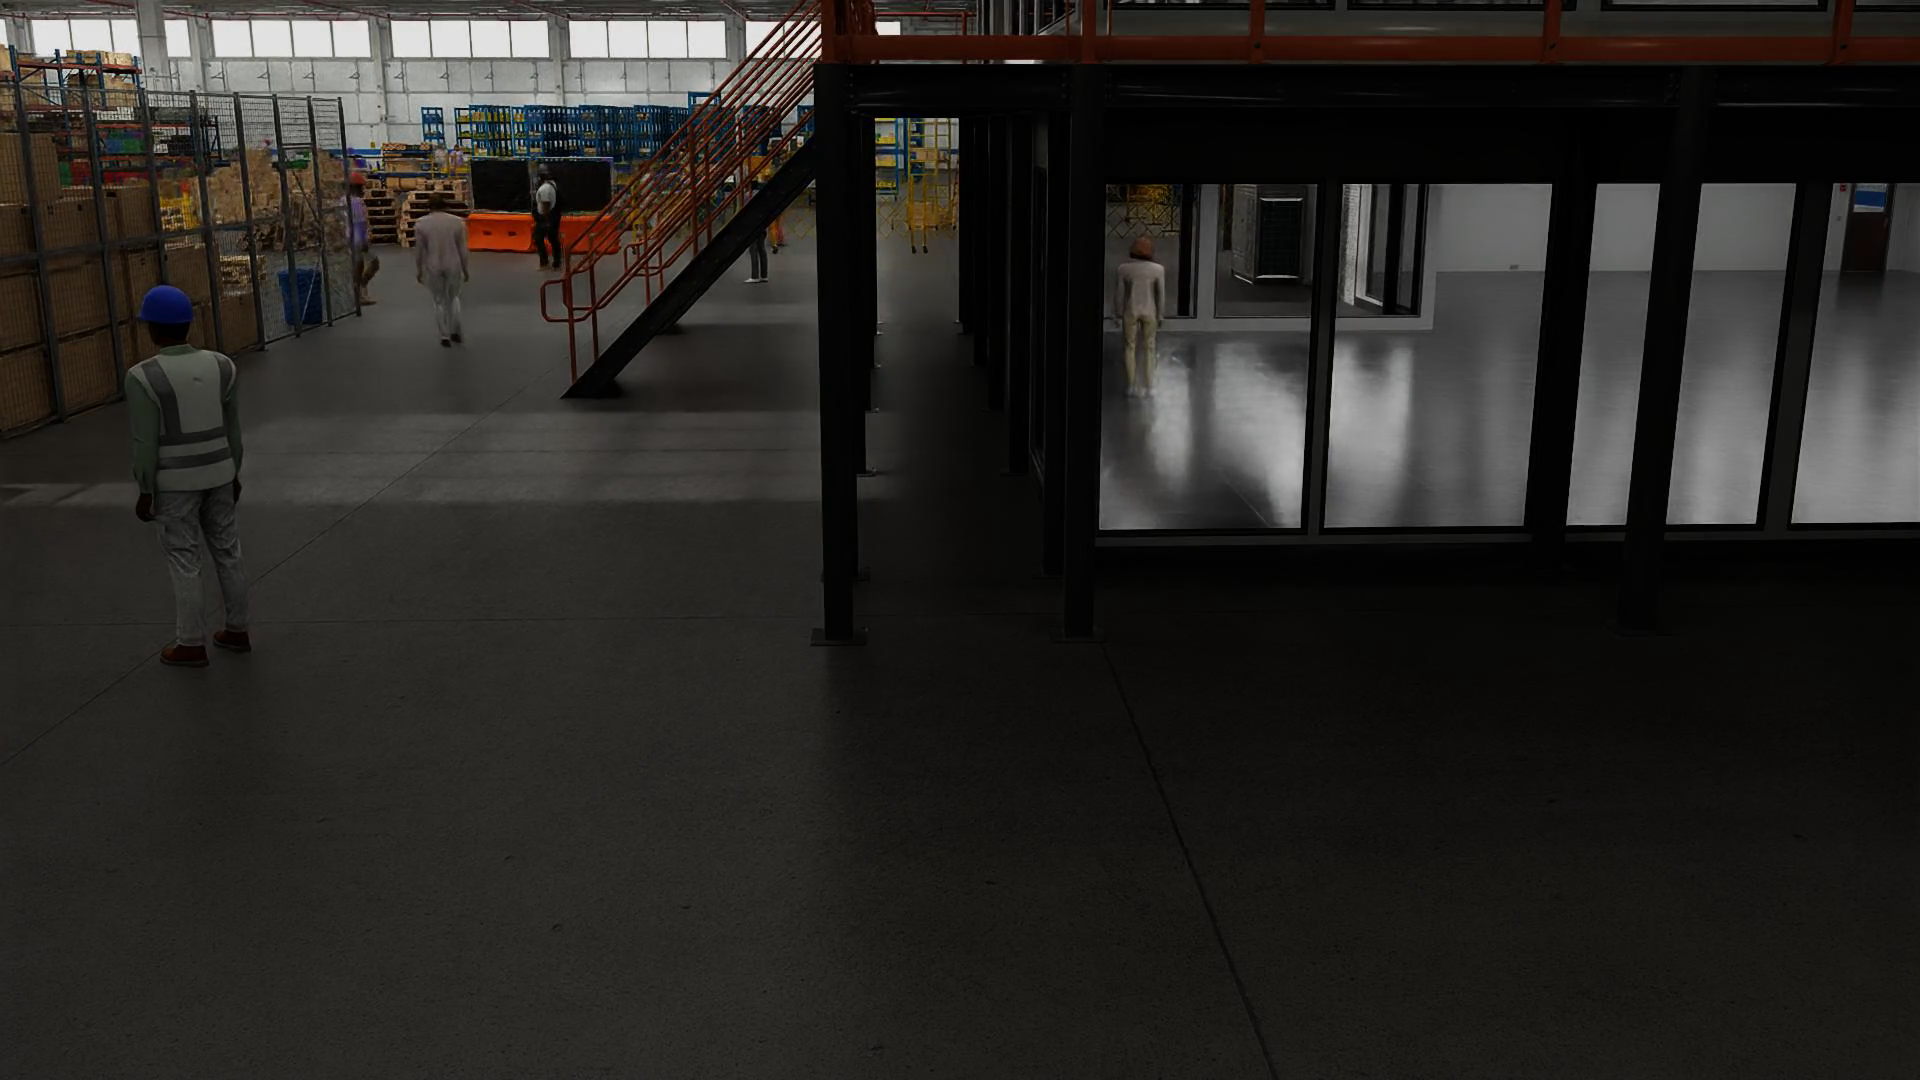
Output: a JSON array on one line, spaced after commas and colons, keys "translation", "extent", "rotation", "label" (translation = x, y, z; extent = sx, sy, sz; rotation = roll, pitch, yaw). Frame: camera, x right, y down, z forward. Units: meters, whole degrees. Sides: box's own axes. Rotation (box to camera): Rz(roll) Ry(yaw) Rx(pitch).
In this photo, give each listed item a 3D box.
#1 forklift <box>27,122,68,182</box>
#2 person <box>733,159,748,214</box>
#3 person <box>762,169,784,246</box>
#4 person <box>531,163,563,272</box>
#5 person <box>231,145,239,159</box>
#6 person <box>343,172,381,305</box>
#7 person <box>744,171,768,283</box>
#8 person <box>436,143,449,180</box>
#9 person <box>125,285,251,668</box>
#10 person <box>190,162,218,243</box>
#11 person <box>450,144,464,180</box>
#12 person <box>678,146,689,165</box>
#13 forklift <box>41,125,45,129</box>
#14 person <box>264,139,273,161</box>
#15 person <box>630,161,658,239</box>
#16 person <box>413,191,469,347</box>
[{"translation": [-35.376, -14.773, 64.377], "extent": [1.129, 2.768, 1.873], "rotation": [-1, 14, -2], "label": "forklift"}, {"translation": [-6.424, -10.351, 48.752], "extent": [0.517, 1.873, 0.328], "rotation": [5, 15, 18], "label": "person"}, {"translation": [-4.253, -7.551, 37.850], "extent": [0.554, 1.715, 0.549], "rotation": [3, 14, 12], "label": "person"}, {"translation": [-7.810, -6.066, 31.279], "extent": [0.607, 2.000, 0.691], "rotation": [2, 14, 10], "label": "person"}, {"translation": [-32.453, -16.740, 74.424], "extent": [0.676, 1.811, 0.597], "rotation": [0, 14, 0], "label": "person"}, {"translation": [-9.136, -4.585, 25.387], "extent": [0.433, 2.027, 0.649], "rotation": [-11, 18, -37], "label": "person"}, {"translation": [-3.608, -5.472, 29.138], "extent": [0.381, 1.924, 0.593], "rotation": [9, 17, 32], "label": "person"}, {"translation": [-24.224, -17.644, 77.952], "extent": [0.639, 1.862, 1.015], "rotation": [-11, 18, -37], "label": "person"}, {"translation": [-3.930, -0.319, 8.494], "extent": [0.377, 1.950, 0.612], "rotation": [8, 16, 28], "label": "person"}, {"translation": [-16.921, -7.517, 37.315], "extent": [0.560, 1.919, 0.491], "rotation": [-2, 14, -7], "label": "person"}, {"translation": [-22.560, -16.826, 74.681], "extent": [0.563, 1.845, 0.389], "rotation": [-6, 15, -23], "label": "person"}, {"translation": [-13.021, -17.692, 78.219], "extent": [0.597, 1.813, 0.542], "rotation": [2, 14, 7], "label": "person"}, {"translation": [-37.677, -15.643, 67.854], "extent": [1.129, 2.768, 1.873], "rotation": [-1, 14, -2], "label": "forklift"}, {"translation": [-38.214, -21.155, 91.843], "extent": [0.656, 1.917, 0.555], "rotation": [1, 14, 4], "label": "person"}, {"translation": [-7.699, -8.222, 40.287], "extent": [0.801, 1.854, 0.579], "rotation": [0, 14, 1], "label": "person"}, {"translation": [-6.515, -3.401, 20.861], "extent": [0.655, 1.921, 0.668], "rotation": [-6, 15, -24], "label": "person"}]
